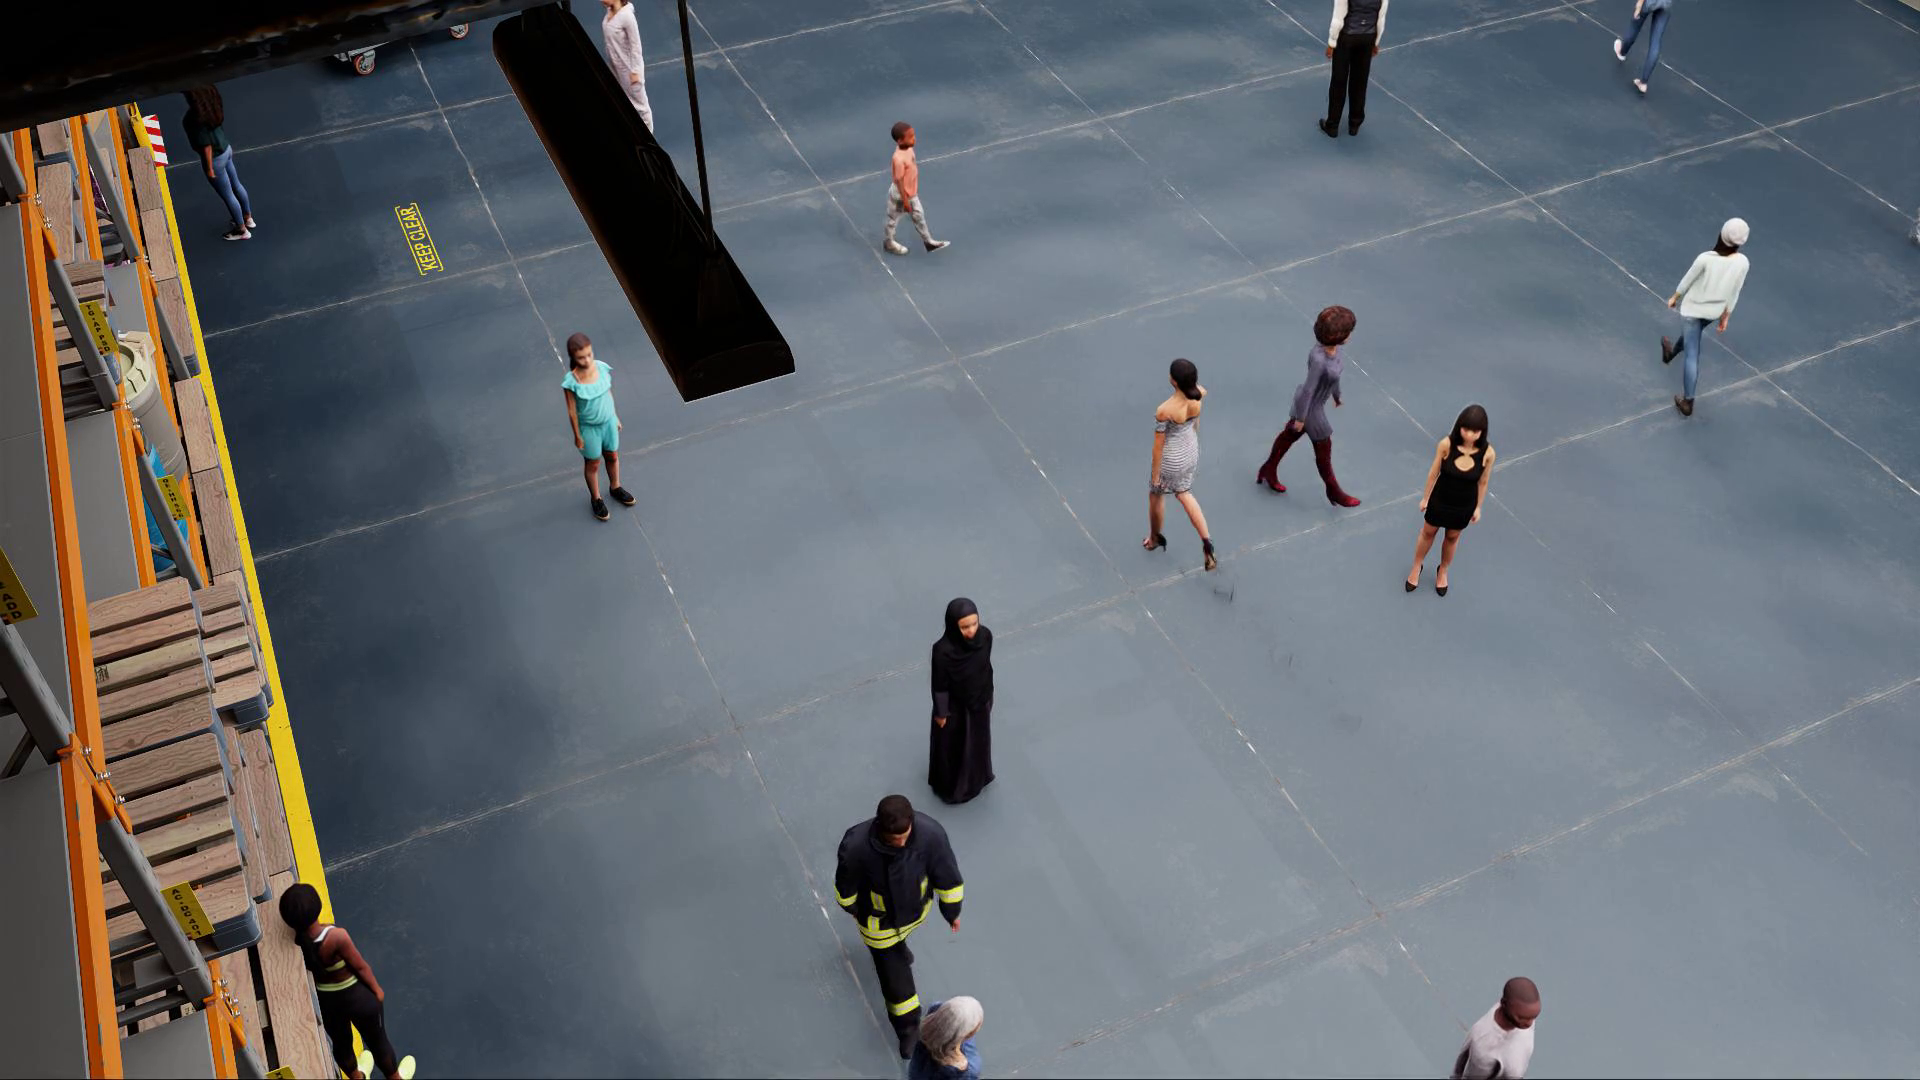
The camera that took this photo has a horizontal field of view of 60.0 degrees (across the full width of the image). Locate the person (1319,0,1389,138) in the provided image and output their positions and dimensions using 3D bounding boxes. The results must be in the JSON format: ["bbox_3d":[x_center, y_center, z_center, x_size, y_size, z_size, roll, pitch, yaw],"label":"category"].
[{"bbox_3d":[3.789,-4.789,15.954,0.760,1.919,0.704,-4,44,-5],"label":"person"}]

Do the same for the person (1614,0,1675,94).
[{"bbox_3d":[7.016,-5.336,16.698,0.938,1.685,1.191,1,44,1],"label":"person"}]

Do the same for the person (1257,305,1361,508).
[{"bbox_3d":[2.475,-0.992,12.144,1.094,1.677,1.008,18,46,18],"label":"person"}]

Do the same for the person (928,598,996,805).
[{"bbox_3d":[0.015,0.949,10.152,0.647,1.614,0.637,-26,49,-25],"label":"person"}]

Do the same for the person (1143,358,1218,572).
[{"bbox_3d":[1.562,-0.481,11.516,0.702,1.804,0.972,-26,50,-25],"label":"person"}]

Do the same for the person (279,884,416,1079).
[{"bbox_3d":[-3.185,2.365,8.565,0.634,1.754,0.646,1,44,1],"label":"person"}]

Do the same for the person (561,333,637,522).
[{"bbox_3d":[-2.651,-0.849,12.081,0.612,1.558,0.625,-32,52,-29],"label":"person"}]

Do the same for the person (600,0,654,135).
[{"bbox_3d":[-3.173,-4.563,15.882,0.753,1.693,0.599,-30,51,-28],"label":"person"}]

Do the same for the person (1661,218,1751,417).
[{"bbox_3d":[5.806,-1.718,12.973,0.884,1.585,1.197,-1,44,-1],"label":"person"}]

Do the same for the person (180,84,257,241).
[{"bbox_3d":[-6.593,-3.420,14.737,0.761,1.617,0.671,1,44,1],"label":"person"}]

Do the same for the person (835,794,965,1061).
[{"bbox_3d":[-0.389,1.852,9.030,0.856,1.855,1.185,-18,46,-18],"label":"person"}]

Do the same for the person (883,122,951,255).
[{"bbox_3d":[-0.560,-3.075,14.613,0.895,1.288,0.820,16,46,16],"label":"person"}]

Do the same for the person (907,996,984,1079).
[{"bbox_3d":[-0.179,2.754,8.214,0.762,1.675,0.634,-11,45,-12],"label":"person"}]

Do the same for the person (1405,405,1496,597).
[{"bbox_3d":[3.375,-0.270,11.408,0.629,1.649,0.678,11,45,12],"label":"person"}]

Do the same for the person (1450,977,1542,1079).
[{"bbox_3d":[2.559,2.683,8.218,0.680,1.772,0.653,-35,53,-31],"label":"person"}]
